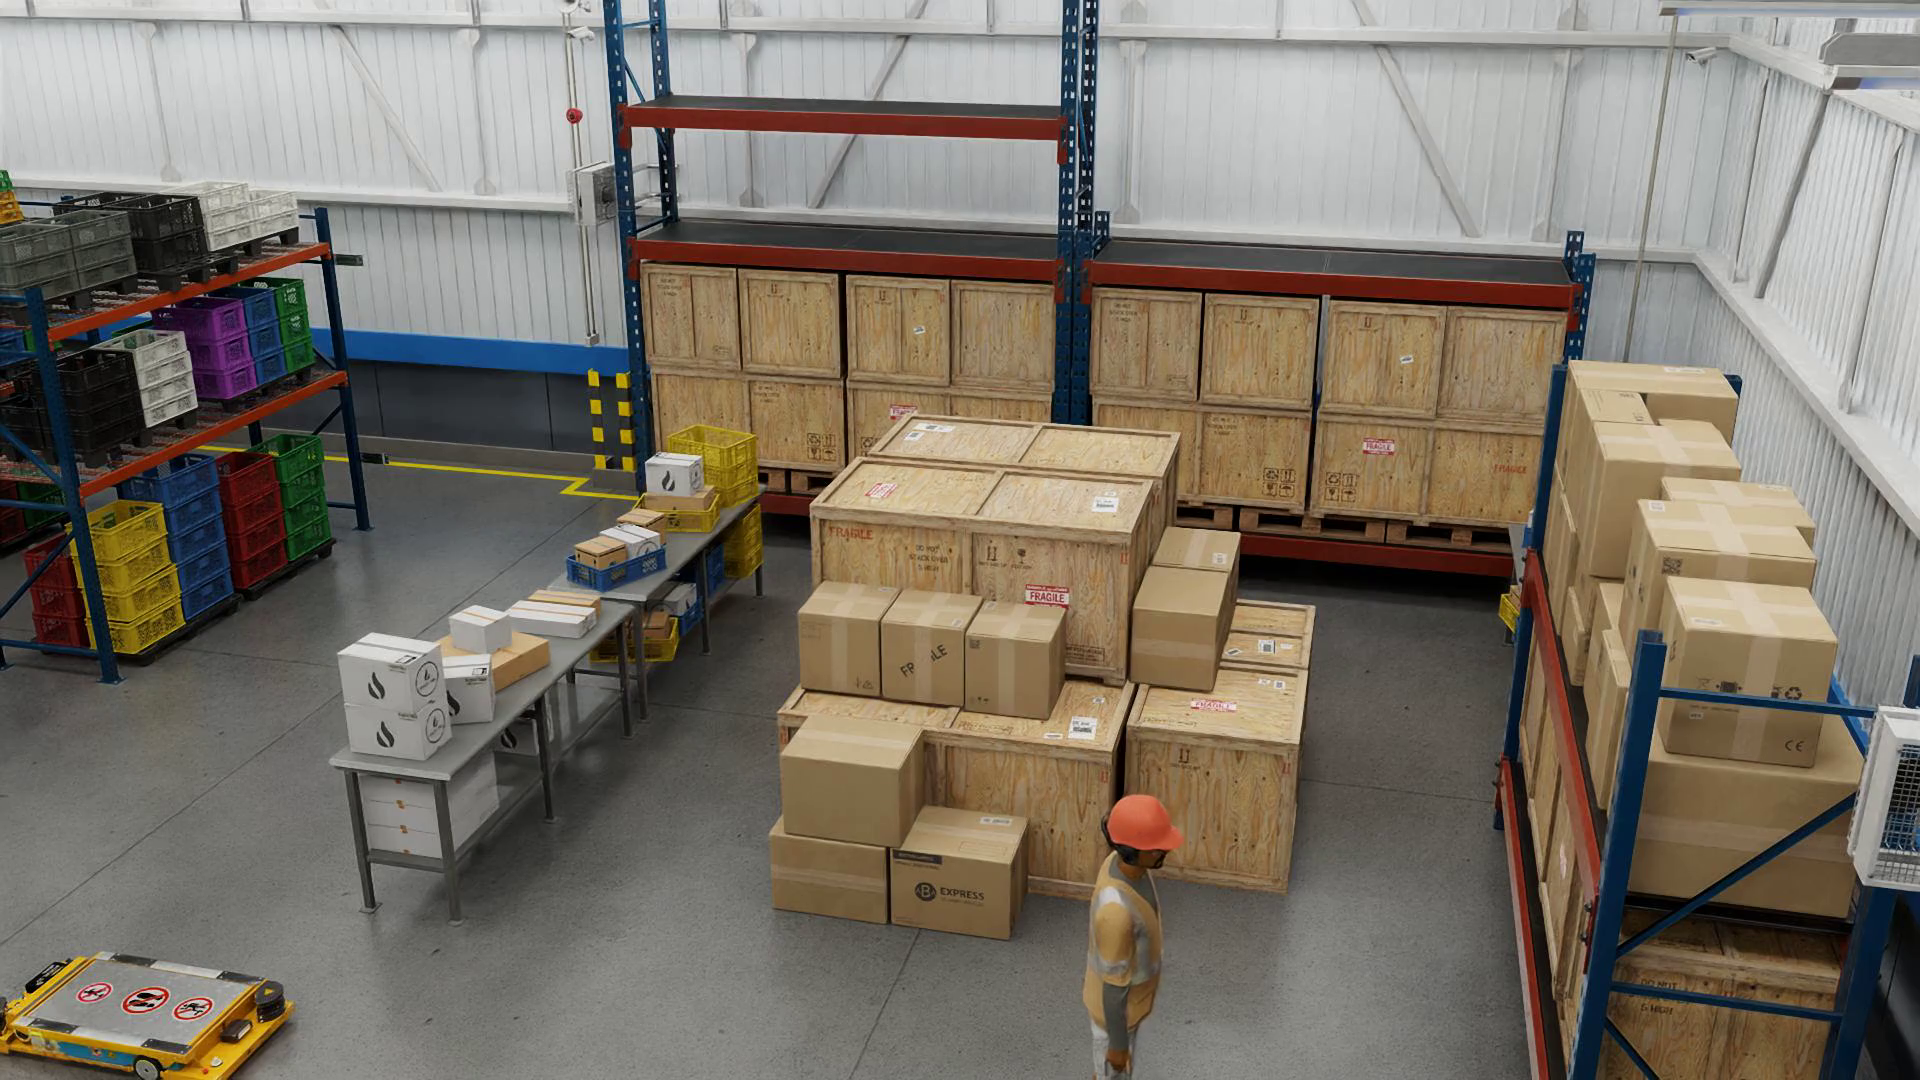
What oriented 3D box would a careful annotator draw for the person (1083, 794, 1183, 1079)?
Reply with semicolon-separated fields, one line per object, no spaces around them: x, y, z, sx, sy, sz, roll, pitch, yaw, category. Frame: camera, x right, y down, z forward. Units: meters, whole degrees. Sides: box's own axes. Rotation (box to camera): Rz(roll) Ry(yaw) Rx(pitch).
0.740;2.015;7.292;0.393;2.043;0.607;4;21;11;person

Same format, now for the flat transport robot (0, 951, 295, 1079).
-4.270;2.464;8.601;1.431;0.231;0.659;5;22;13;flat transport robot
